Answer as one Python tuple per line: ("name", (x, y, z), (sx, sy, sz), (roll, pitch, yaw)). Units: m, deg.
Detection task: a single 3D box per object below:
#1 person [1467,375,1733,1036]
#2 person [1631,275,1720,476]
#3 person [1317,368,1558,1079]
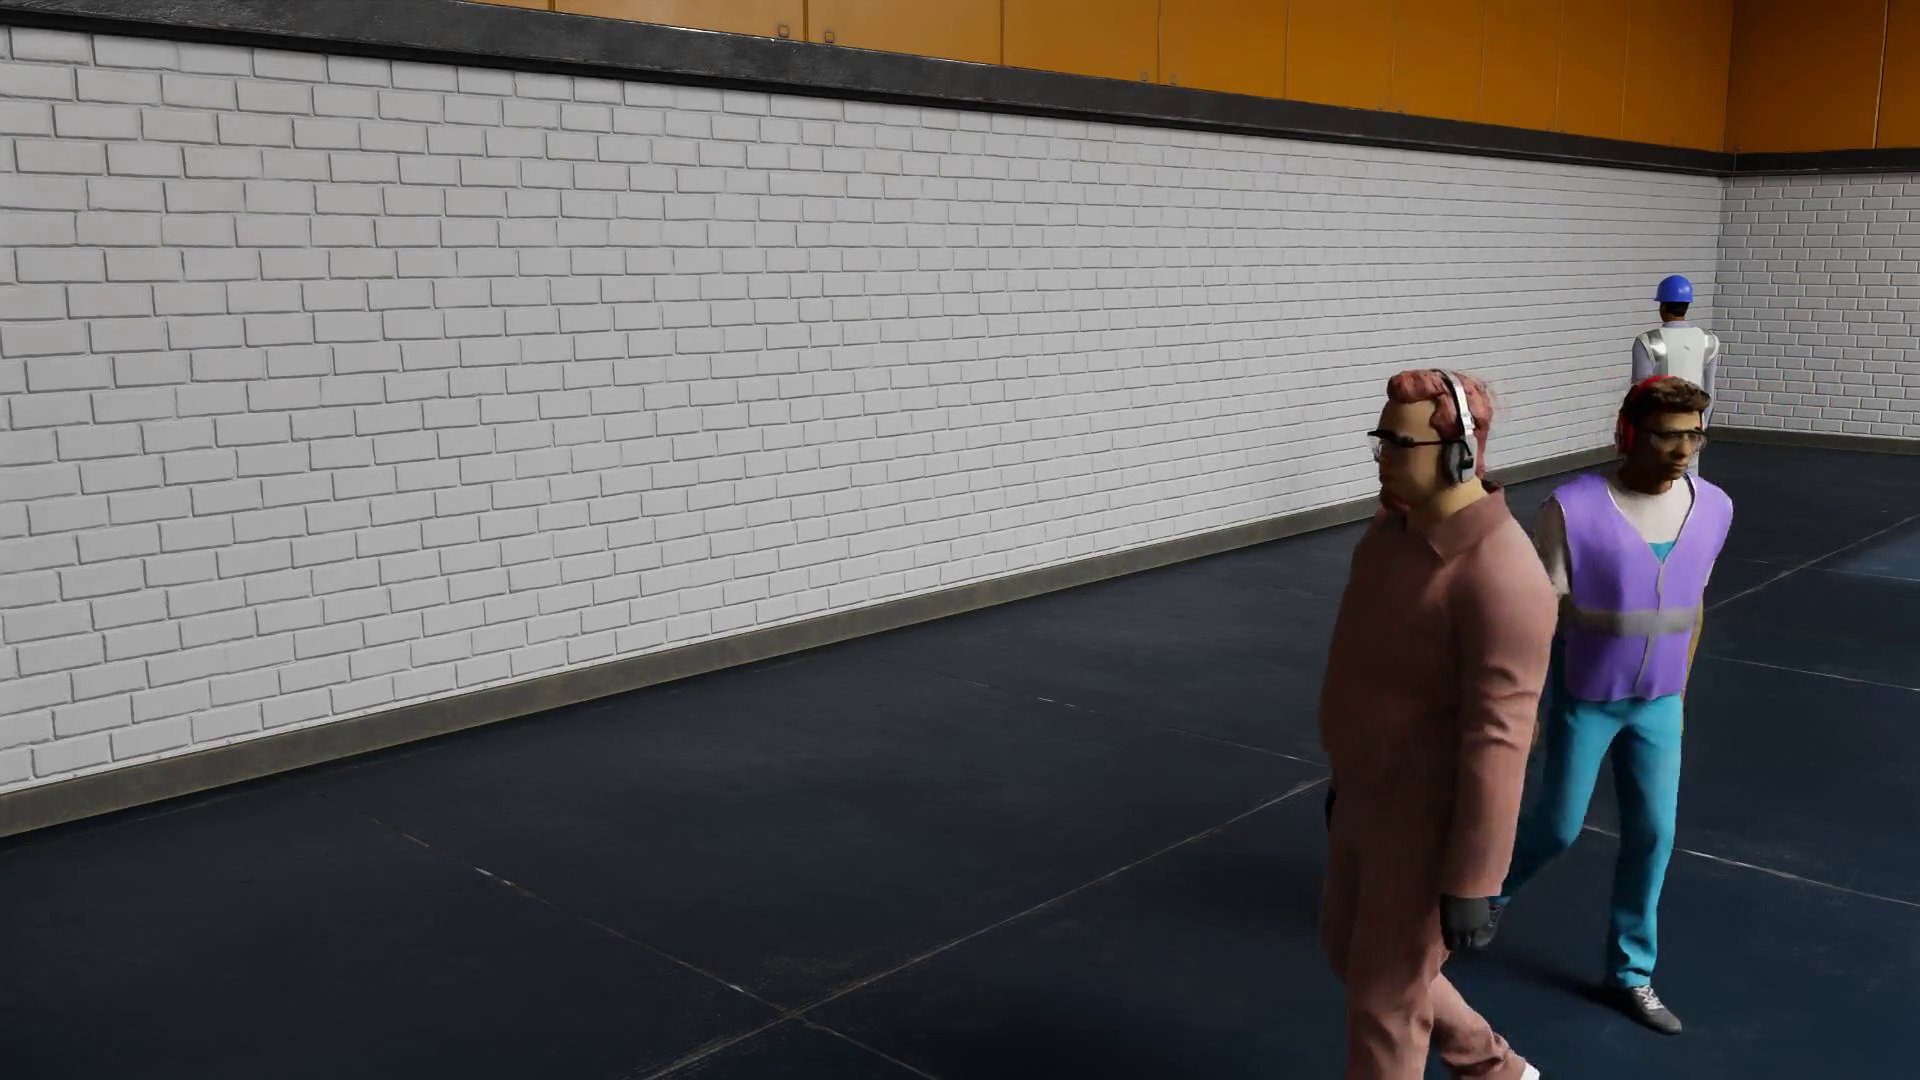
("person", (1.779, 0.416, 4.712), (0.582, 1.808, 0.726), (-2, 10, -13))
("person", (4.634, -0.746, 10.892), (0.602, 1.948, 0.386), (-2, 10, -11))
("person", (0.977, 0.574, 3.544), (0.686, 1.888, 0.677), (-1, 10, -6))
